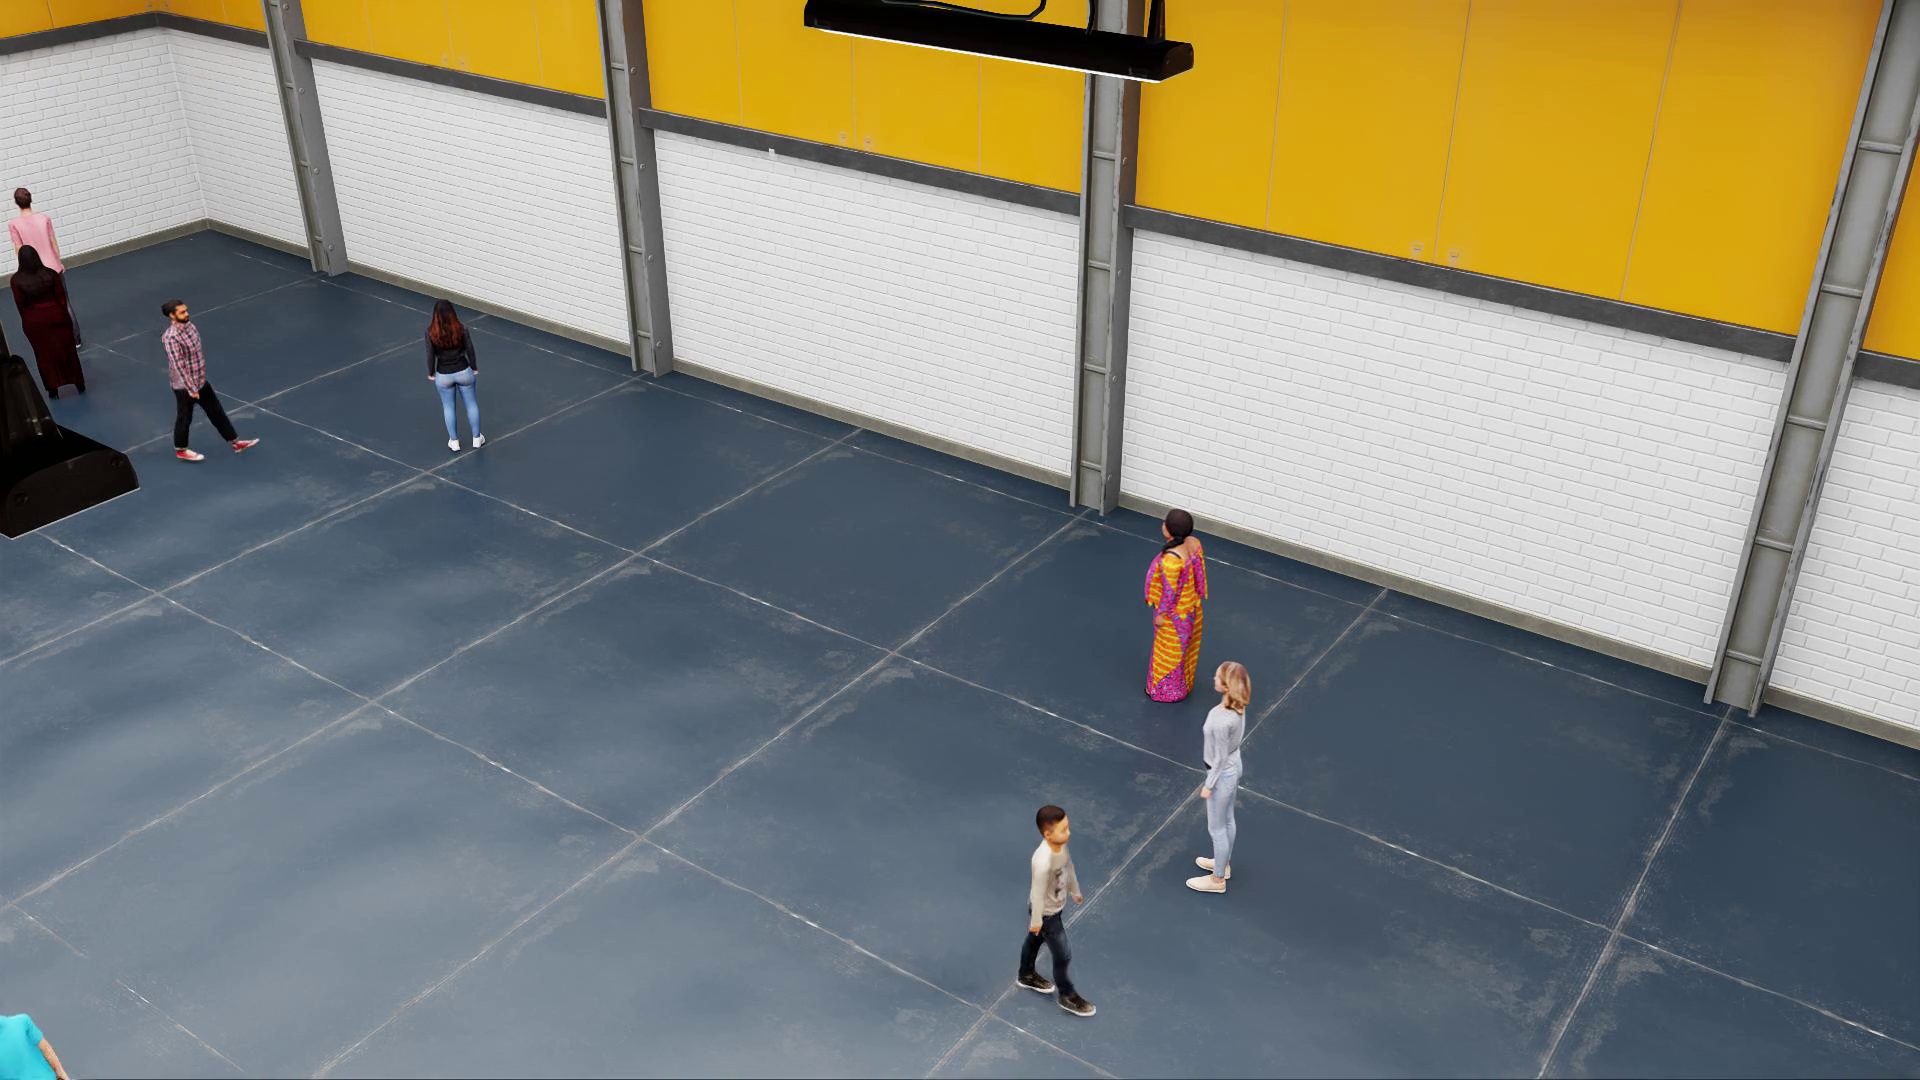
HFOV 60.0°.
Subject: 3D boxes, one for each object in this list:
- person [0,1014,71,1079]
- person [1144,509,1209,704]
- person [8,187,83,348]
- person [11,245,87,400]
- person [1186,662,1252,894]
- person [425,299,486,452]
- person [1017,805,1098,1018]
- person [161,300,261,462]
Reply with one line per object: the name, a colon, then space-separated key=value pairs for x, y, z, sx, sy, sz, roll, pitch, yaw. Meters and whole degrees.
person: x=-4.920 y=2.966 z=8.881 sx=0.683 sy=1.417 sz=0.587 roll=19 pitch=34 yaw=31
person: x=1.684 y=0.480 z=13.155 sx=0.651 sy=1.687 sz=0.642 roll=17 pitch=33 yaw=28
person: x=-10.802 y=-3.179 z=19.581 sx=0.674 sy=1.957 sz=0.598 roll=-25 pitch=37 yaw=-37
person: x=-10.094 y=-2.416 z=18.390 sx=0.733 sy=1.758 sz=0.709 roll=-19 pitch=34 yaw=-31
person: x=1.746 y=1.567 z=11.049 sx=0.579 sy=1.796 sz=0.629 roll=12 pitch=31 yaw=21
person: x=-5.246 y=-1.722 z=17.248 sx=0.735 sy=1.634 sz=0.765 roll=-9 pitch=30 yaw=-15
person: x=0.472 y=2.226 z=10.202 sx=0.842 sy=1.451 sz=0.679 roll=9 pitch=30 yaw=16
person: x=-7.913 y=-1.602 z=16.925 sx=1.213 sy=1.731 sz=1.041 roll=2 pitch=29 yaw=5
